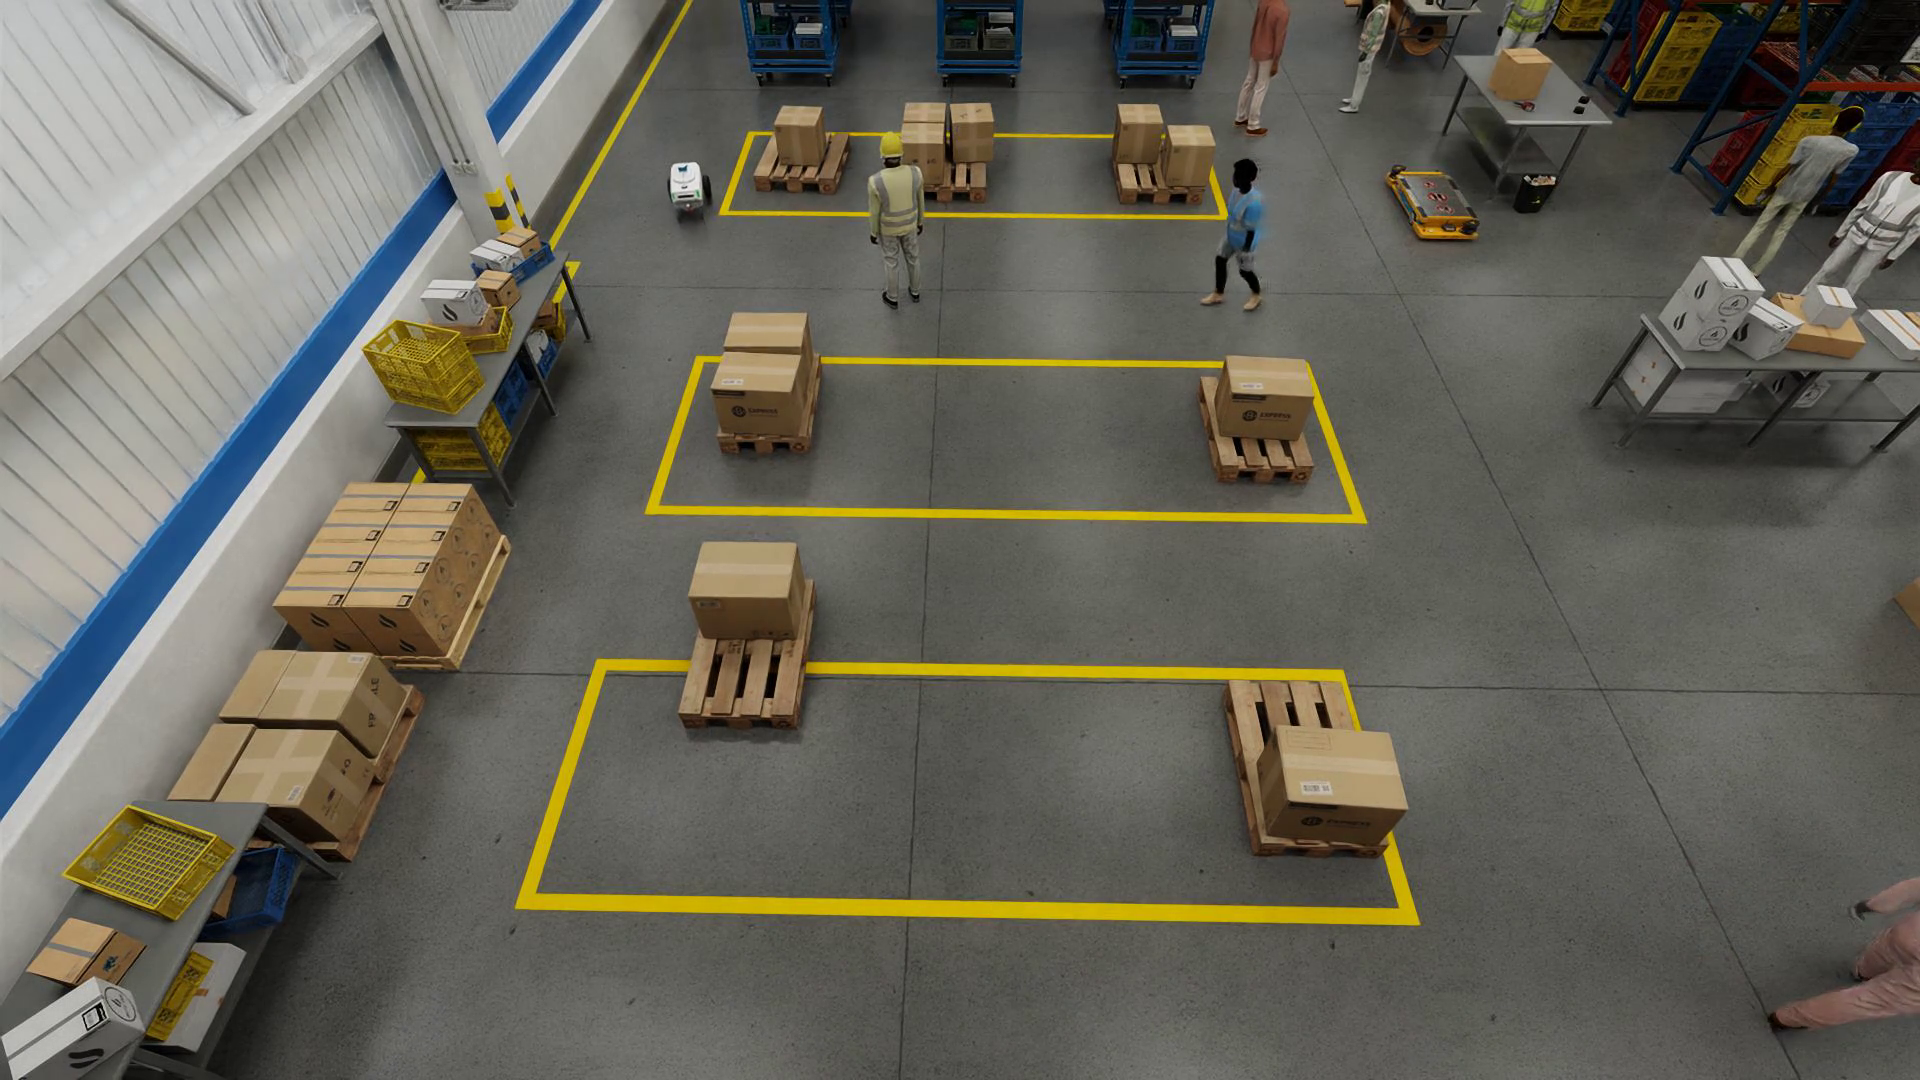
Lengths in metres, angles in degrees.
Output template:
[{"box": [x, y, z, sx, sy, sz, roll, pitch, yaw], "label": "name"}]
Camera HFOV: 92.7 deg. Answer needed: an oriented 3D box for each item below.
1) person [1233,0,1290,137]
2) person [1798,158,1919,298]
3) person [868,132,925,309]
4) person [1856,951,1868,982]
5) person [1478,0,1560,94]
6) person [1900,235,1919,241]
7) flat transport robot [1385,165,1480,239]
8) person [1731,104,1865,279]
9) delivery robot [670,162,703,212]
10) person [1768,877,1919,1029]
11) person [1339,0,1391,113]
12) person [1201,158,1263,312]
[{"box": [3.946, -6.276, 11.815, 0.391, 1.995, 0.613, -14, 51, -12], "label": "person"}, {"box": [8.936, -2.935, 9.002, 0.342, 1.878, 0.579, -27, 54, -22], "label": "person"}, {"box": [-0.642, -3.197, 9.255, 0.588, 1.835, 0.403, -19, 52, -15], "label": "person"}, {"box": [5.599, 1.976, 4.724, 0.596, 1.916, 0.372, 29, 55, 23], "label": "person"}, {"box": [7.755, -7.075, 12.617, 0.629, 1.837, 0.430, 19, 52, 16], "label": "person"}, {"box": [11.090, -4.006, 9.891, 0.373, 1.936, 0.629, -32, 56, -25], "label": "person"}, {"box": [5.692, -4.094, 11.059, 0.652, 0.197, 1.431, 1, 49, 1], "label": "flat transport robot"}, {"box": [8.682, -3.577, 9.568, 0.528, 1.860, 0.313, 25, 54, 20], "label": "person"}, {"box": [-3.264, -4.238, 10.932, 0.477, 0.478, 0.707, -9, 50, -7], "label": "delivery robot"}, {"box": [5.103, 2.094, 4.660, 0.985, 1.849, 0.650, -5, 49, -4], "label": "person"}, {"box": [5.514, -6.641, 12.363, 0.314, 1.640, 0.516, 22, 53, 18], "label": "person"}, {"box": [2.921, -3.073, 9.278, 0.658, 1.640, 0.571, -12, 50, -10], "label": "person"}]
